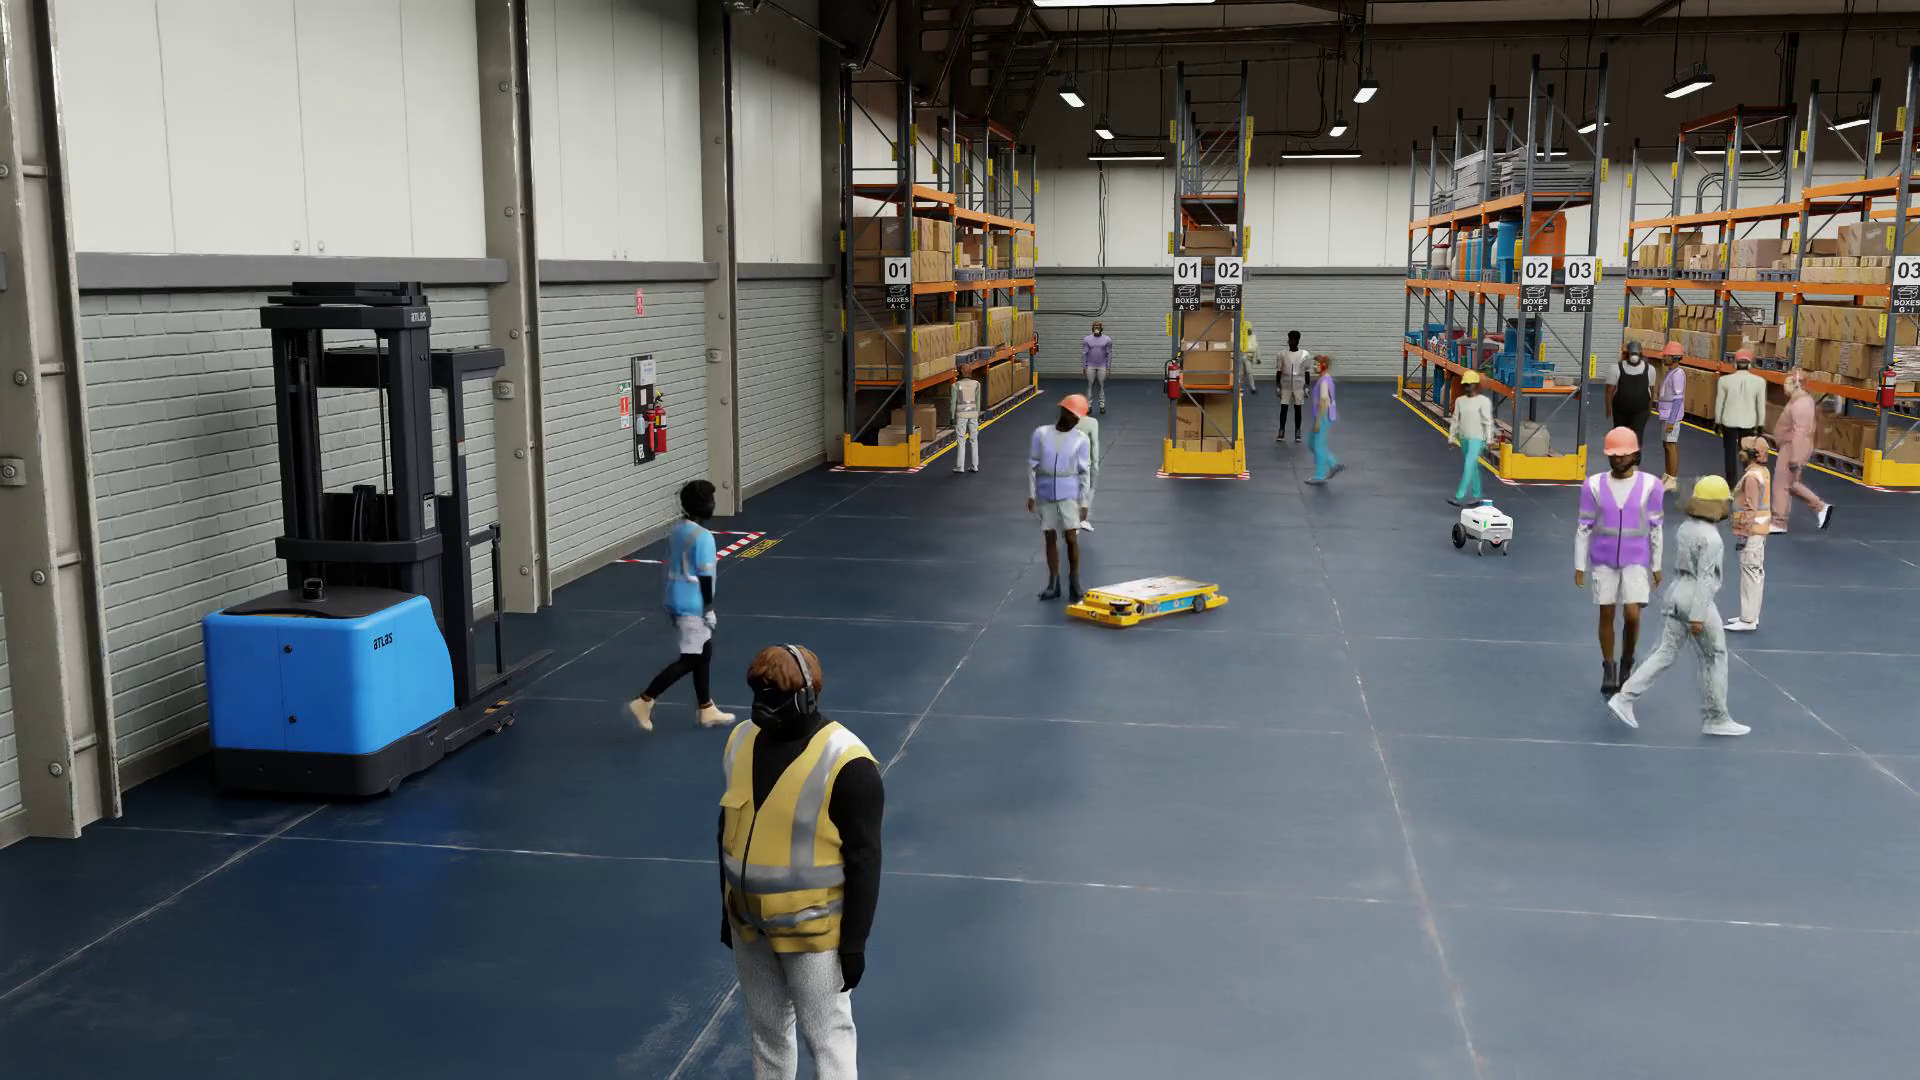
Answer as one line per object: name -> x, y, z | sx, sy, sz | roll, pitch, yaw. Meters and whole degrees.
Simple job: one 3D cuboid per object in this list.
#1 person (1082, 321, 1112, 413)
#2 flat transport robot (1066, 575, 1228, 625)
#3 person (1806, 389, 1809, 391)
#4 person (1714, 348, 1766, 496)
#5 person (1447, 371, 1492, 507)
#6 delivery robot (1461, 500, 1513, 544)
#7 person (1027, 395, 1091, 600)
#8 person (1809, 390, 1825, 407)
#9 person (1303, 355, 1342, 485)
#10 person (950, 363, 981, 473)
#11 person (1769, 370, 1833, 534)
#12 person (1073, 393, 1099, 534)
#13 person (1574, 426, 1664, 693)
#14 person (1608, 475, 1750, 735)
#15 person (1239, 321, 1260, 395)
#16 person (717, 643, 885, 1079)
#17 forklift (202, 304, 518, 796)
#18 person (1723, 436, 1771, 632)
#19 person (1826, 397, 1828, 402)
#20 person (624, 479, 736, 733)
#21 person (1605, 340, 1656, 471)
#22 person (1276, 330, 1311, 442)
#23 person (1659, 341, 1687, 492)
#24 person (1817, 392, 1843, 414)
person -> 2.904, -3.664, 35.279 | 0.630, 1.940, 0.372 | 1, 9, 6
flat transport robot -> 1.671, 0.520, 14.733 | 1.431, 0.197, 0.652 | -8, 12, -42
person -> 17.104, -3.357, 33.704 | 0.662, 1.829, 0.573 | 3, 10, 17
person -> 10.451, -1.575, 22.306 | 0.612, 1.972, 0.516 | 2, 9, 13
person -> 6.427, -1.282, 21.184 | 0.857, 1.726, 0.551 | -6, 11, -31
delivery robot -> 5.682, -0.189, 17.942 | 0.477, 0.478, 0.707 | -1, 9, -4
person -> 0.915, -0.392, 15.302 | 0.588, 1.888, 0.367 | 2, 9, 13
person -> 18.590, -3.616, 36.029 | 0.606, 1.596, 0.412 | -5, 10, -28
person -> 5.116, -1.695, 23.462 | 0.461, 1.831, 0.574 | 1, 9, 9
person -> 0.084, -1.824, 24.883 | 0.508, 1.629, 0.315 | -5, 10, -26
person -> 9.576, -1.000, 19.005 | 0.709, 1.885, 0.654 | 6, 11, 33
person -> 1.361, -0.869, 19.001 | 0.538, 1.613, 0.485 | 4, 10, 23
person -> 4.657, 0.153, 11.783 | 0.579, 1.917, 0.535 | 4, 10, 25
person -> 4.712, 0.419, 10.816 | 0.847, 1.705, 0.492 | 0, 9, -2
person -> 7.028, -4.486, 40.856 | 0.622, 1.788, 0.885 | -6, 11, -34
person -> -0.549, 1.236, 5.356 | 0.633, 1.842, 0.429 | 7, 11, 36
forklift -> -3.673, -0.038, 10.147 | 1.129, 2.768, 1.873 | 1, 9, 9
person -> 6.613, -0.054, 13.923 | 0.311, 1.642, 0.512 | 6, 11, 33
person -> 19.736, -4.176, 38.147 | 0.605, 2.034, 0.394 | -1, 9, -4
person -> -1.834, 0.438, 10.791 | 0.721, 1.668, 0.530 | -4, 10, -25
person -> 10.089, -2.039, 25.070 | 0.692, 2.000, 1.009 | 3, 10, 17
person -> 5.882, -2.724, 29.404 | 0.607, 1.963, 0.374 | 3, 10, 15
person -> 9.712, -1.691, 22.777 | 0.365, 2.048, 0.608 | 2, 9, 13
person -> 16.599, -3.042, 31.707 | 0.566, 1.855, 0.894 | 1, 9, 5
